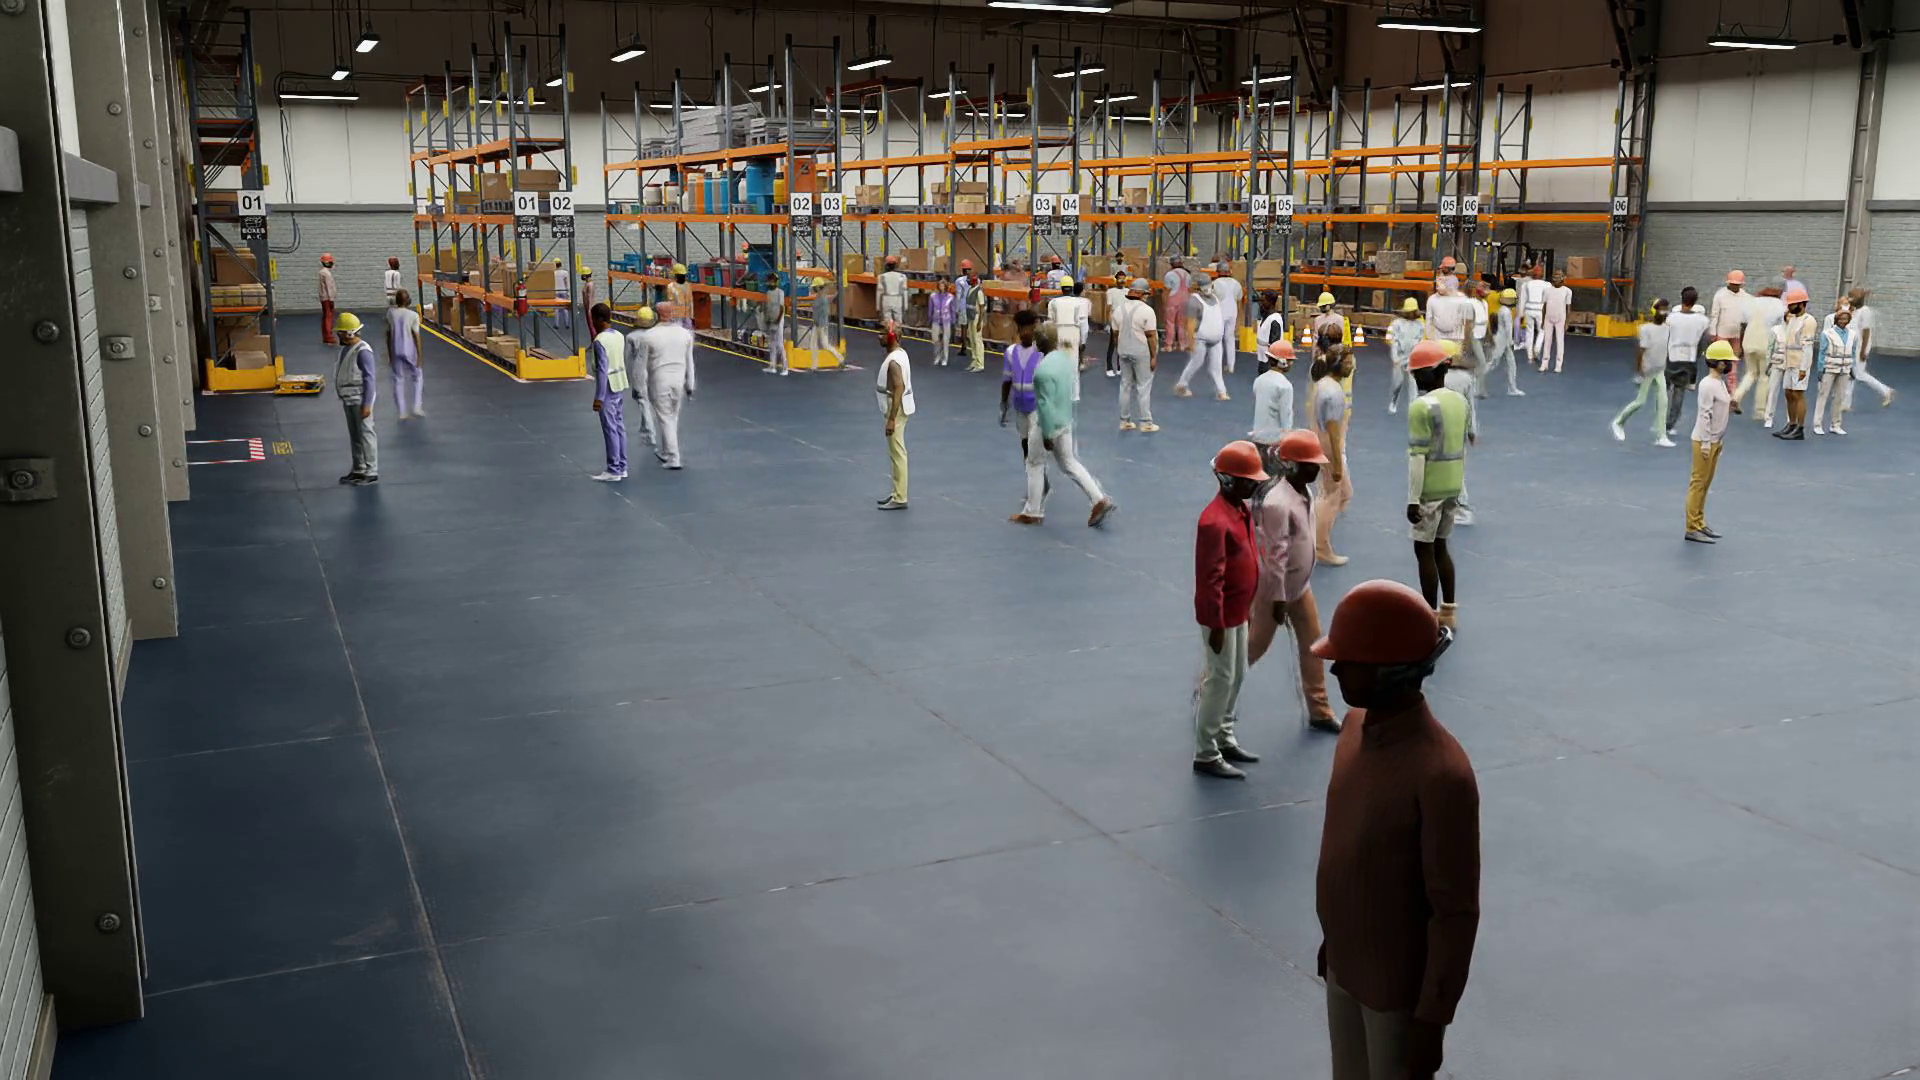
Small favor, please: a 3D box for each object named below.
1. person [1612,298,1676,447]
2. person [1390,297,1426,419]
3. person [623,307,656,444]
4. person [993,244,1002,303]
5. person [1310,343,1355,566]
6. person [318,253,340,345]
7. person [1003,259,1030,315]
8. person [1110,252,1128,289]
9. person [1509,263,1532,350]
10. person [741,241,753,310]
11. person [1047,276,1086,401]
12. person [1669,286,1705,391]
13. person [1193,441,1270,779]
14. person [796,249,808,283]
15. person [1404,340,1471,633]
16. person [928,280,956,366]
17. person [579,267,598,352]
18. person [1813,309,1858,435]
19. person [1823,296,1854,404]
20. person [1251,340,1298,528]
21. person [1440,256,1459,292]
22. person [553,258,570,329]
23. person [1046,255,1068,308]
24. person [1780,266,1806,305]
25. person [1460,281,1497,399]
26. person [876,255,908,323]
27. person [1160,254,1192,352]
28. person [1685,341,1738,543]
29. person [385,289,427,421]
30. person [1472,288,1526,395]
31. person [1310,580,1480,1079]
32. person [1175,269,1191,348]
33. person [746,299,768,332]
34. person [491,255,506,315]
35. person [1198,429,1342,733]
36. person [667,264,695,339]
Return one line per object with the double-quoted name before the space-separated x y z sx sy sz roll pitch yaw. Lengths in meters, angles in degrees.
"person" 8.589 -2.104 20.757 0.528 1.842 0.876 -5 12 -25
"person" 6.275 -2.561 23.358 0.478 1.713 0.695 1 11 6
"person" -4.004 -2.080 20.998 0.508 1.686 0.949 -6 13 -27
"person" 1.203 -8.595 53.607 0.356 1.887 0.574 0 11 -1
"person" 3.049 -0.684 13.540 0.409 1.829 0.557 1 11 3
"person" -13.837 -5.273 36.447 0.395 1.994 0.612 -8 13 -34
"person" 1.273 -5.342 37.166 0.652 1.853 1.016 -4 12 -17
"person" 4.116 -6.509 43.045 0.520 1.873 0.328 -2 11 -12
"person" 11.839 -4.920 35.057 0.467 1.847 0.585 -2 11 -12
"person" -6.314 -7.850 49.466 0.611 2.029 0.409 4 12 18
"person" 1.634 -3.081 25.509 0.590 1.918 0.397 2 11 10
"person" 11.775 -3.255 26.961 0.529 1.691 0.321 1 11 7
"person" 1.389 0.352 8.511 0.354 1.737 0.577 5 12 24
"person" -5.067 -8.280 52.388 0.577 1.737 0.355 -2 11 -12
"person" 3.226 -0.350 11.390 0.620 2.023 0.458 -10 15 -41
"person" -0.349 -4.080 31.314 0.541 1.618 0.537 2 11 9
"person" -7.751 -4.808 34.693 0.335 1.764 0.523 -4 12 -21
"person" 11.408 -2.183 21.656 0.517 1.636 0.313 -1 11 -5
"person" 13.248 -2.851 25.053 0.499 1.634 0.278 2 11 10
"person" 2.859 -0.936 15.051 0.357 1.743 0.560 -4 12 -20
"person" 9.400 -4.437 32.076 0.395 2.041 0.611 3 11 13
"person" -9.998 -6.147 41.475 0.523 1.767 0.318 -5 12 -24
"person" 2.148 -5.398 37.227 0.549 1.936 0.376 -7 13 -31
"person" 15.645 -4.246 31.540 0.660 1.885 0.644 3 12 16
"person" 8.117 -3.090 25.798 0.727 1.816 0.567 8 14 34
"person" -1.382 -4.722 33.570 0.651 2.020 0.658 -1 11 -6
"person" 4.472 -4.954 34.710 0.684 2.000 0.535 -8 14 -35
"person" 6.610 -0.866 14.631 0.314 1.769 0.523 8 14 35
"person" -7.726 -2.575 23.176 0.531 1.821 0.609 0 11 0
"person" 8.537 -3.146 26.374 0.870 1.703 0.488 3 12 17
"person" 1.055 1.073 4.199 0.388 1.990 0.623 -2 11 -11
"person" 4.754 -4.930 35.501 0.319 1.684 0.539 -2 11 -8
"person" -4.844 -5.714 39.623 0.546 1.612 0.650 -5 12 -25
"person" -13.053 -7.184 46.848 0.626 1.724 0.594 -10 15 -42
"person" 1.755 0.220 9.261 0.878 1.714 0.577 7 13 31
"person" -5.252 -4.242 31.398 0.414 1.913 0.613 10 15 40
